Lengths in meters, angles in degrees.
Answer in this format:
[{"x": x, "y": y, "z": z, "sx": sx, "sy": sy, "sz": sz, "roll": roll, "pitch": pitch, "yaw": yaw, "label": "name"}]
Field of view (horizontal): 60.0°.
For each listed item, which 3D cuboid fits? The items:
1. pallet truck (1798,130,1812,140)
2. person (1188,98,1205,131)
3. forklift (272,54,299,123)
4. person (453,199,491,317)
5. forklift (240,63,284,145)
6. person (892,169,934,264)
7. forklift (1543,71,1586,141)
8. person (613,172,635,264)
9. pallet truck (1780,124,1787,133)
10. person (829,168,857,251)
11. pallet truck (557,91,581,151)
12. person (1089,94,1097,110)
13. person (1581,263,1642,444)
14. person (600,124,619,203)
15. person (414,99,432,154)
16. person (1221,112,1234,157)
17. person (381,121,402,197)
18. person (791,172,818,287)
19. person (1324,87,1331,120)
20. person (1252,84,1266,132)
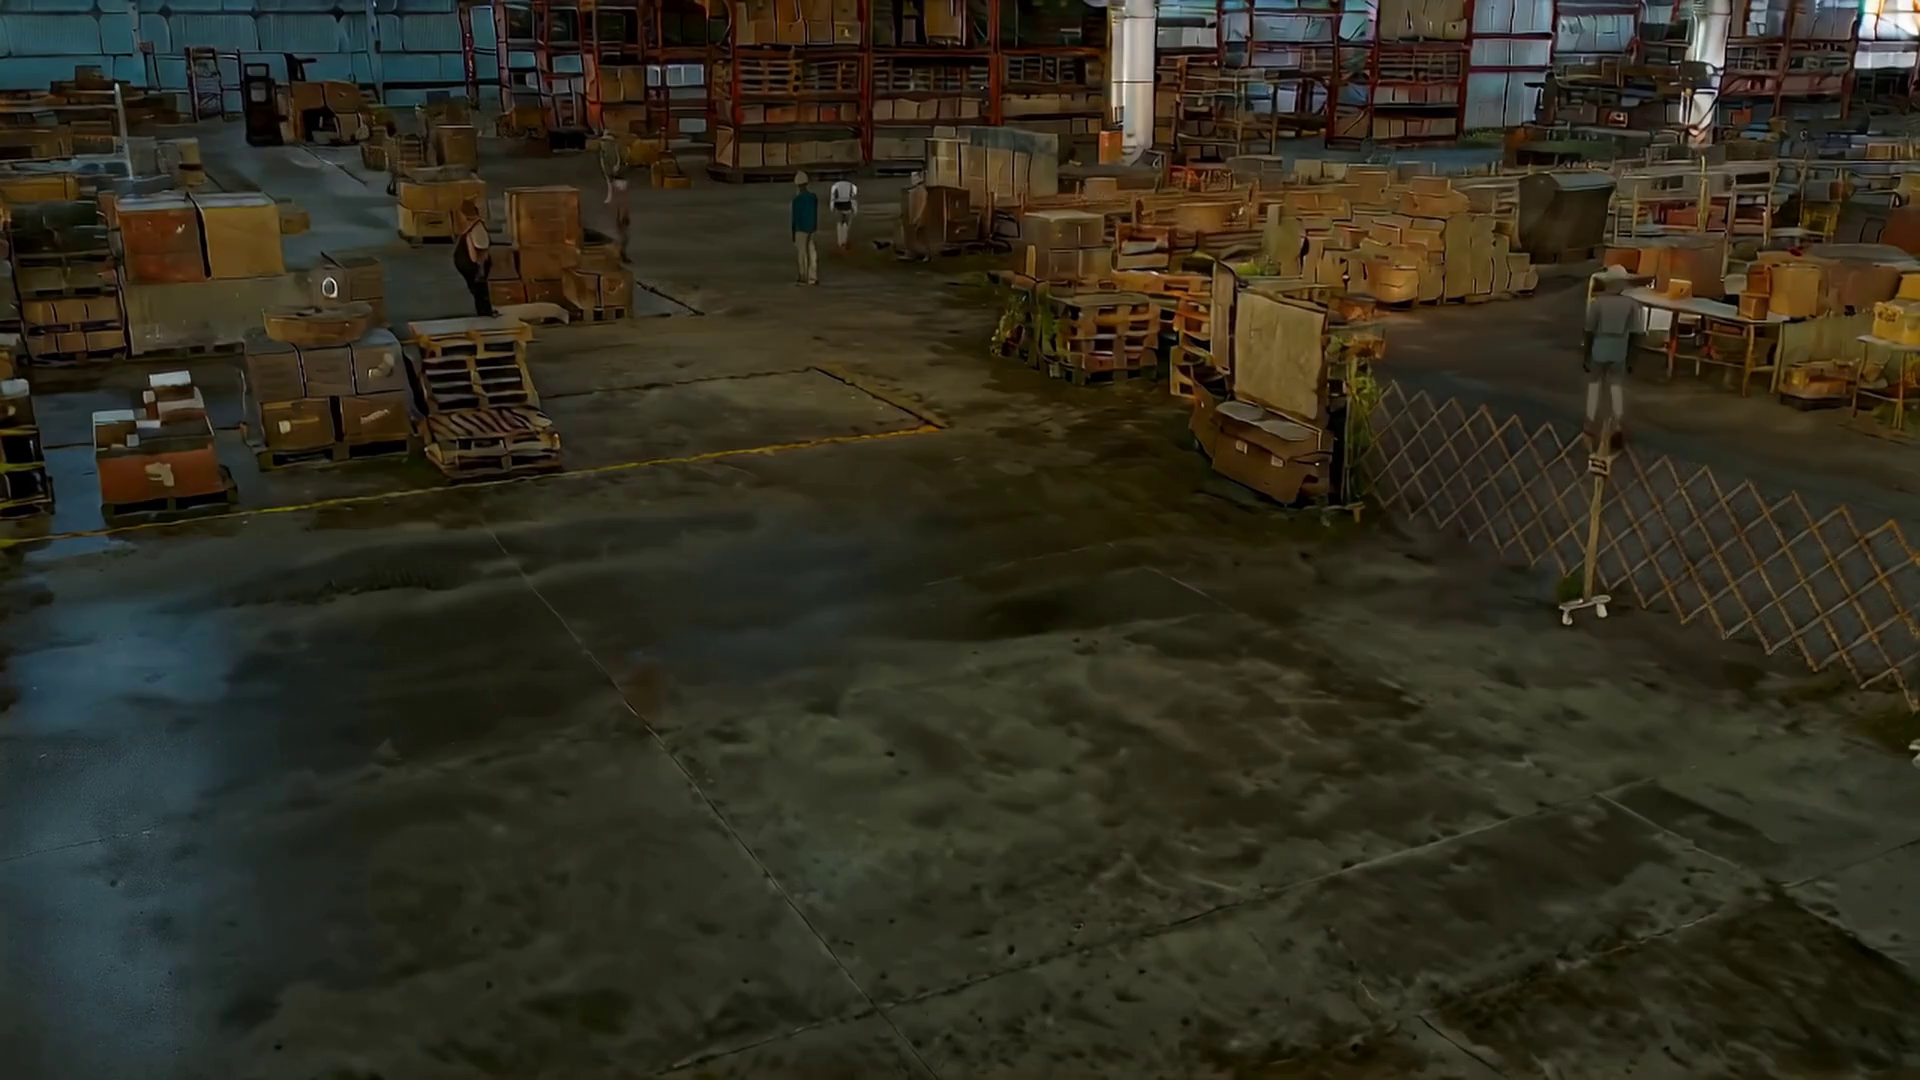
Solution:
[{"x": 25.526, "y": -11.556, "z": 49.408, "sx": 1.630, "sy": 1.274, "sz": 0.653, "roll": -9, "pitch": 20, "yaw": -26, "label": "pallet truck"}, {"x": 8.823, "y": -16.011, "z": 62.339, "sx": 0.644, "sy": 1.904, "sz": 0.967, "roll": 8, "pitch": 19, "yaw": 23, "label": "person"}, {"x": -28.267, "y": -19.158, "z": 70.562, "sx": 1.873, "sy": 2.768, "sz": 1.129, "roll": -9, "pitch": 20, "yaw": -26, "label": "forklift"}, {"x": -7.293, "y": -4.073, "z": 24.886, "sx": 0.536, "sy": 2.000, "sz": 0.676, "roll": -8, "pitch": 19, "yaw": -23, "label": "person"}, {"x": -25.189, "y": -15.695, "z": 59.765, "sx": 1.129, "sy": 2.768, "sz": 1.873, "roll": -9, "pitch": 20, "yaw": -27, "label": "forklift"}, {"x": -0.886, "y": -6.176, "z": 31.837, "sx": 0.859, "sy": 1.786, "sz": 0.608, "roll": -8, "pitch": 20, "yaw": -24, "label": "person"}, {"x": 18.685, "y": -13.231, "z": 52.085, "sx": 1.873, "sy": 2.768, "sz": 1.129, "roll": -9, "pitch": 20, "yaw": -26, "label": "forklift"}, {"x": -6.529, "y": -6.155, "z": 31.847, "sx": 0.468, "sy": 1.755, "sz": 0.525, "roll": 0, "pitch": 18, "yaw": 1, "label": "person"}, {"x": 25.206, "y": -12.542, "z": 52.601, "sx": 1.601, "sy": 1.201, "sz": 0.680, "roll": 0, "pitch": 18, "yaw": -2, "label": "pallet truck"}, {"x": -2.378, "y": -6.707, "z": 33.739, "sx": 0.596, "sy": 1.644, "sz": 0.884, "roll": 1, "pitch": 18, "yaw": 3, "label": "person"}, {"x": -13.495, "y": -14.412, "z": 57.188, "sx": 0.823, "sy": 1.965, "sz": 1.885, "roll": -3, "pitch": 18, "yaw": -9, "label": "pallet truck"}, {"x": 5.368, "y": -17.864, "z": 68.524, "sx": 0.542, "sy": 1.645, "sz": 0.881, "roll": -3, "pitch": 18, "yaw": -9, "label": "person"}, {"x": 7.376, "y": -2.103, "z": 18.815, "sx": 0.619, "sy": 2.013, "sz": 0.952, "roll": 2, "pitch": 18, "yaw": 5, "label": "person"}, {"x": -8.832, "y": -9.481, "z": 41.913, "sx": 0.359, "sy": 1.938, "sz": 0.545, "roll": 14, "pitch": 23, "yaw": 37, "label": "person"}, {"x": -17.773, "y": -13.626, "z": 54.989, "sx": 0.521, "sy": 1.854, "sz": 0.651, "roll": 10, "pitch": 20, "yaw": 28, "label": "person"}, {"x": 8.347, "y": -12.437, "z": 51.540, "sx": 0.536, "sy": 1.678, "sz": 0.630, "roll": 11, "pitch": 21, "yaw": 31, "label": "person"}, {"x": -14.691, "y": -9.841, "z": 43.022, "sx": 0.470, "sy": 1.949, "sz": 0.631, "roll": 0, "pitch": 18, "yaw": 0, "label": "person"}, {"x": -2.746, "y": -5.455, "z": 29.270, "sx": 0.382, "sy": 1.995, "sz": 0.612, "roll": 13, "pitch": 22, "yaw": 35, "label": "person"}, {"x": 15.103, "y": -17.757, "z": 68.204, "sx": 0.541, "sy": 1.621, "sz": 0.517, "roll": -10, "pitch": 20, "yaw": -29, "label": "person"}, {"x": 11.827, "y": -17.003, "z": 65.433, "sx": 0.869, "sy": 1.882, "sz": 0.592, "roll": -2, "pitch": 18, "yaw": -5, "label": "person"}]
